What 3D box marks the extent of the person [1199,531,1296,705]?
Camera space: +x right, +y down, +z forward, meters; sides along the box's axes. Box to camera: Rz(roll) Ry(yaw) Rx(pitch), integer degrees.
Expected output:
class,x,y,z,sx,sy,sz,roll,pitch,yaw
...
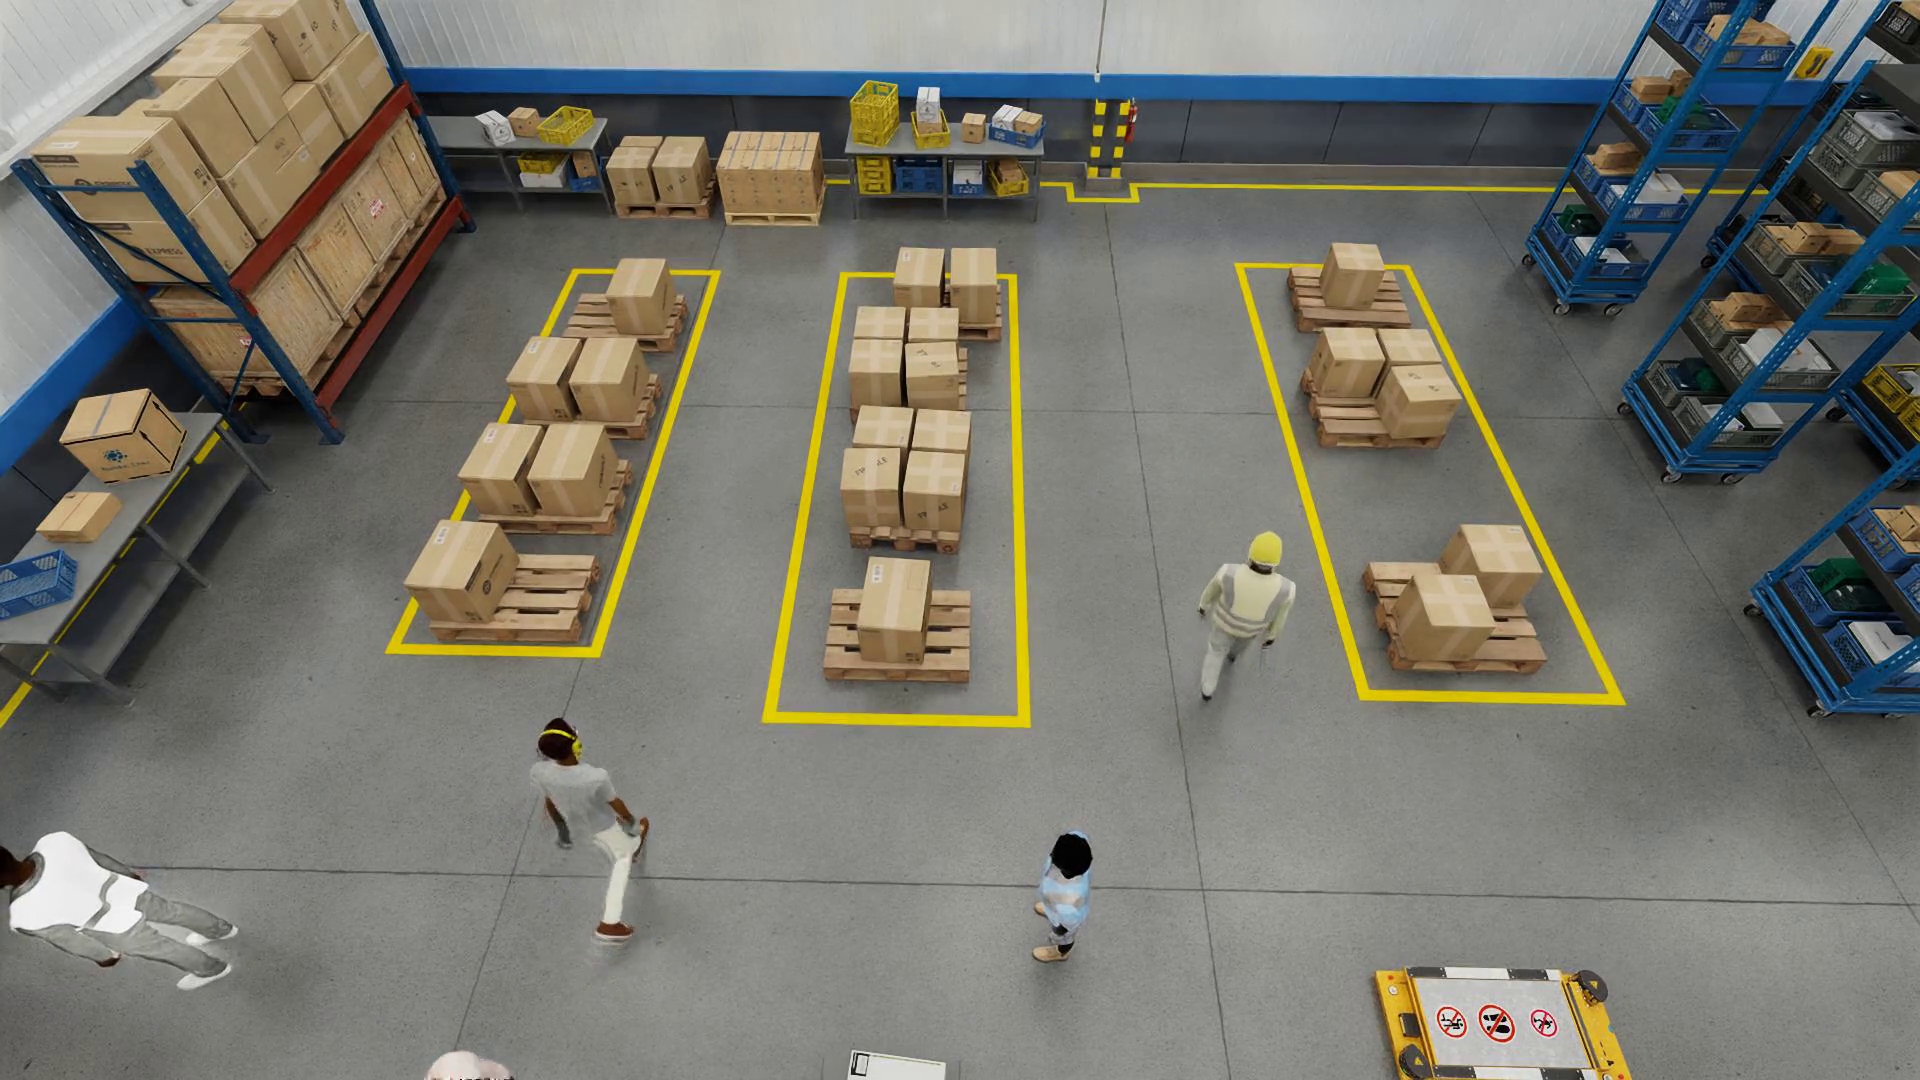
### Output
class,x,y,z,sx,sy,sz,roll,pitch,yaw
person,2.154,0.555,7.039,0.614,1.800,0.769,14,52,12

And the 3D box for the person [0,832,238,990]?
class,x,y,z,sx,sy,sz,roll,pitch,yaw
person,-5.158,2.262,5.582,0.415,1.907,0.586,-15,52,-12

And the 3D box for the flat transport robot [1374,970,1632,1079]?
class,x,y,z,sx,sy,sz,roll,pitch,yaw
flat transport robot,3.501,3.133,5.914,1.431,0.197,0.652,1,51,1

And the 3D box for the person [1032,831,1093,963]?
class,x,y,z,sx,sy,sz,roll,pitch,yaw
person,0.646,2.236,5.730,0.322,1.697,0.532,8,51,6

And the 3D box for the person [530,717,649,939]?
class,x,y,z,sx,sy,sz,roll,pitch,yaw
person,-2.397,1.900,5.931,0.547,1.823,0.858,7,51,6

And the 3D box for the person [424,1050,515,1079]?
class,x,y,z,sx,sy,sz,roll,pitch,yaw
person,-2.556,3.167,4.851,0.400,1.896,0.677,-6,51,-5
